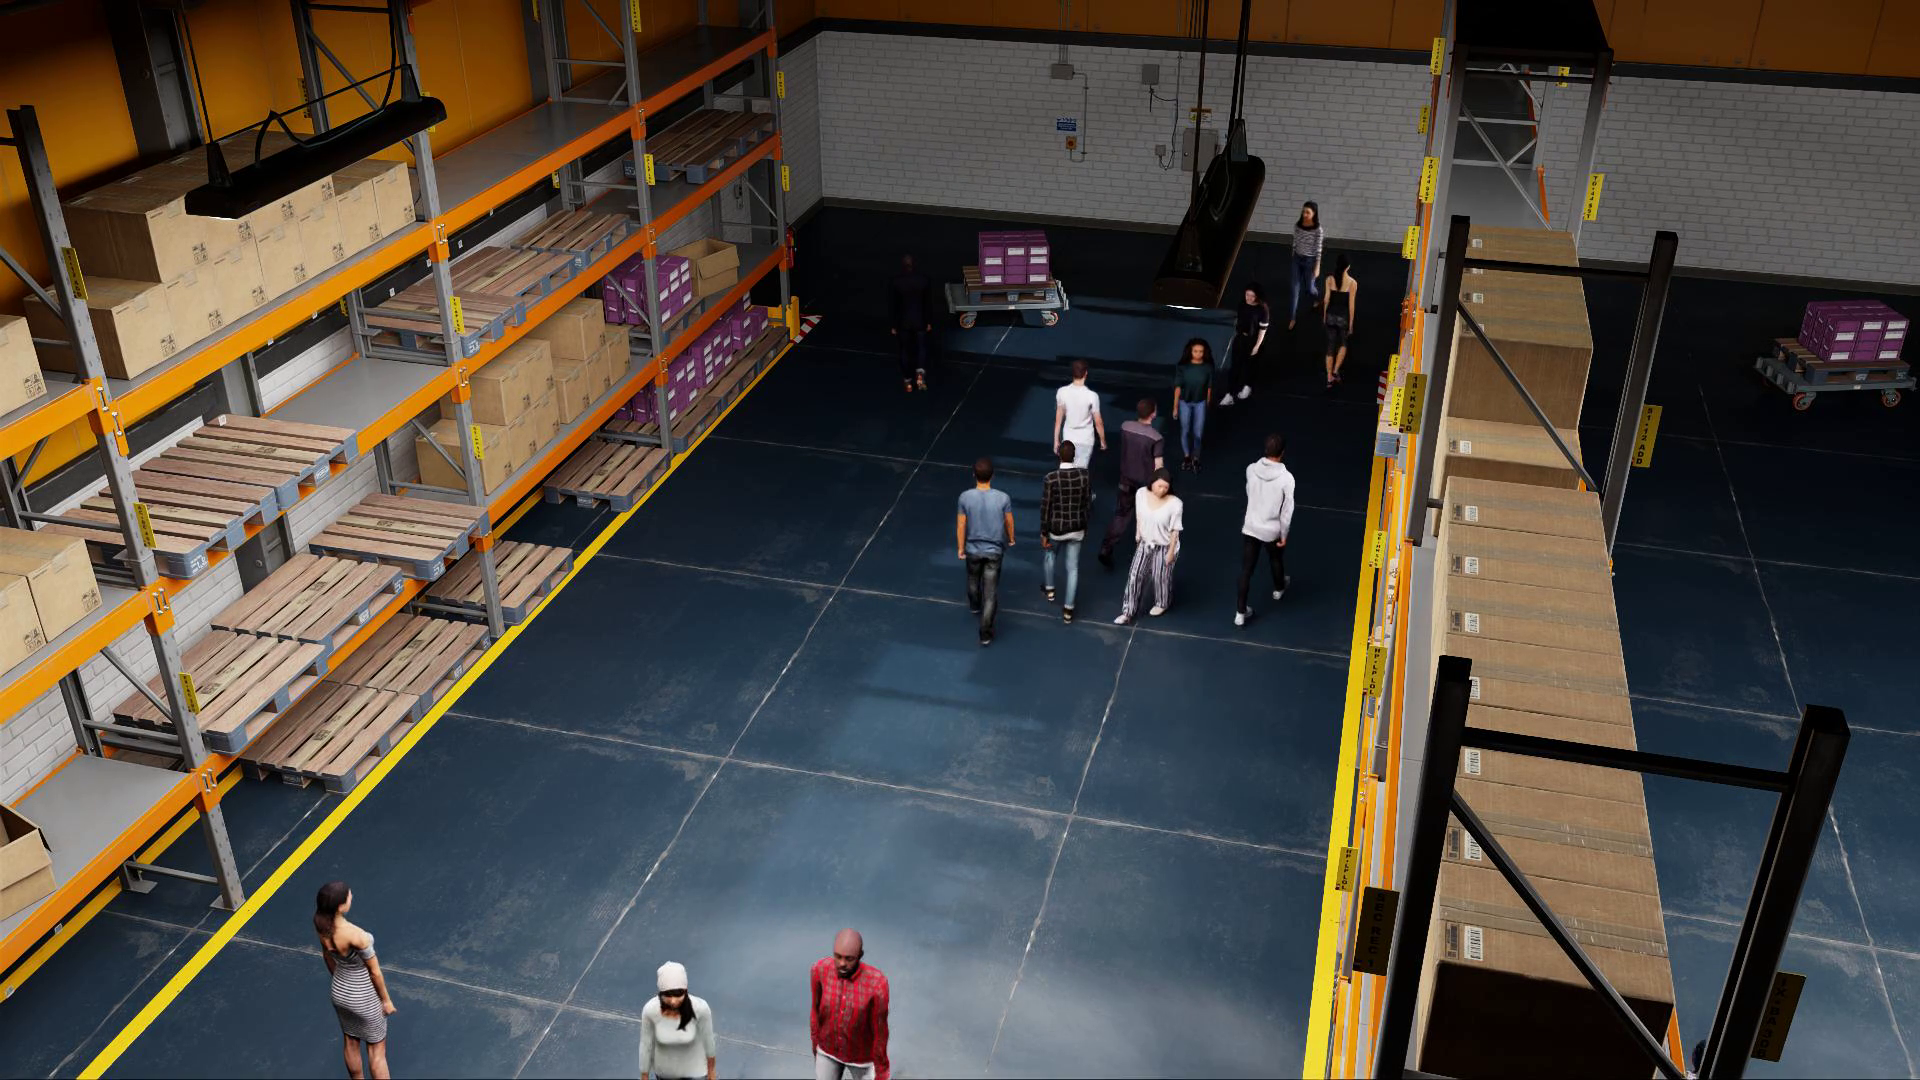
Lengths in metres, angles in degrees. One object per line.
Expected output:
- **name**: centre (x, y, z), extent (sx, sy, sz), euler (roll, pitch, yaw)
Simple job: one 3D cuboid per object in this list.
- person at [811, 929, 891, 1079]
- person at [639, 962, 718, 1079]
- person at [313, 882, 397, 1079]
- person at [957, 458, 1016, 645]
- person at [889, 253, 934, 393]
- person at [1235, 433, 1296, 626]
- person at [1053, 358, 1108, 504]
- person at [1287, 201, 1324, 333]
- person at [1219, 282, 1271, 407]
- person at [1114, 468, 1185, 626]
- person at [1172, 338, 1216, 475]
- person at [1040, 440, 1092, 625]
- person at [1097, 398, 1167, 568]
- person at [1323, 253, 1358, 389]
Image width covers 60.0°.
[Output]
- **person**: centre (-0.649, 3.029, 10.132), extent (0.695, 1.803, 0.923), euler (8, 30, 14)
- **person**: centre (-1.683, 3.149, 10.098), extent (0.689, 1.626, 0.878), euler (3, 29, 5)
- **person**: centre (-3.771, 2.881, 10.384), extent (0.639, 1.824, 0.599), euler (14, 32, 24)
- **person**: centre (0.228, 0.139, 15.461), extent (0.755, 1.776, 1.075), euler (4, 29, 8)
- **person**: centre (-0.589, -2.642, 20.522), extent (0.886, 1.810, 0.977), euler (-4, 29, -8)
- **person**: centre (2.827, -0.068, 15.737), extent (0.896, 1.873, 1.258), euler (16, 32, 26)
- **person**: centre (1.194, -0.959, 17.440), extent (0.956, 1.808, 1.311), euler (20, 34, 31)
- **person**: centre (4.718, -3.723, 22.551), extent (0.871, 1.765, 1.169), euler (20, 34, 32)
- **person**: centre (3.587, -2.440, 20.377), extent (0.820, 1.595, 1.024), euler (21, 35, 34)
- **person**: centre (1.925, 0.019, 15.821), extent (0.966, 1.641, 1.123), euler (23, 36, 36)
- **person**: centre (2.615, -1.556, 18.750), extent (0.612, 1.601, 0.640), euler (5, 29, 10)
- **person**: centre (1.017, -0.045, 15.781), extent (0.861, 1.791, 1.049), euler (-2, 29, -3)
- **person**: centre (1.748, -0.555, 16.681), extent (0.999, 1.825, 1.252), euler (20, 34, 32)
- **person**: centre (4.682, -2.703, 20.729), extent (0.633, 1.719, 0.660), euler (15, 32, 25)
